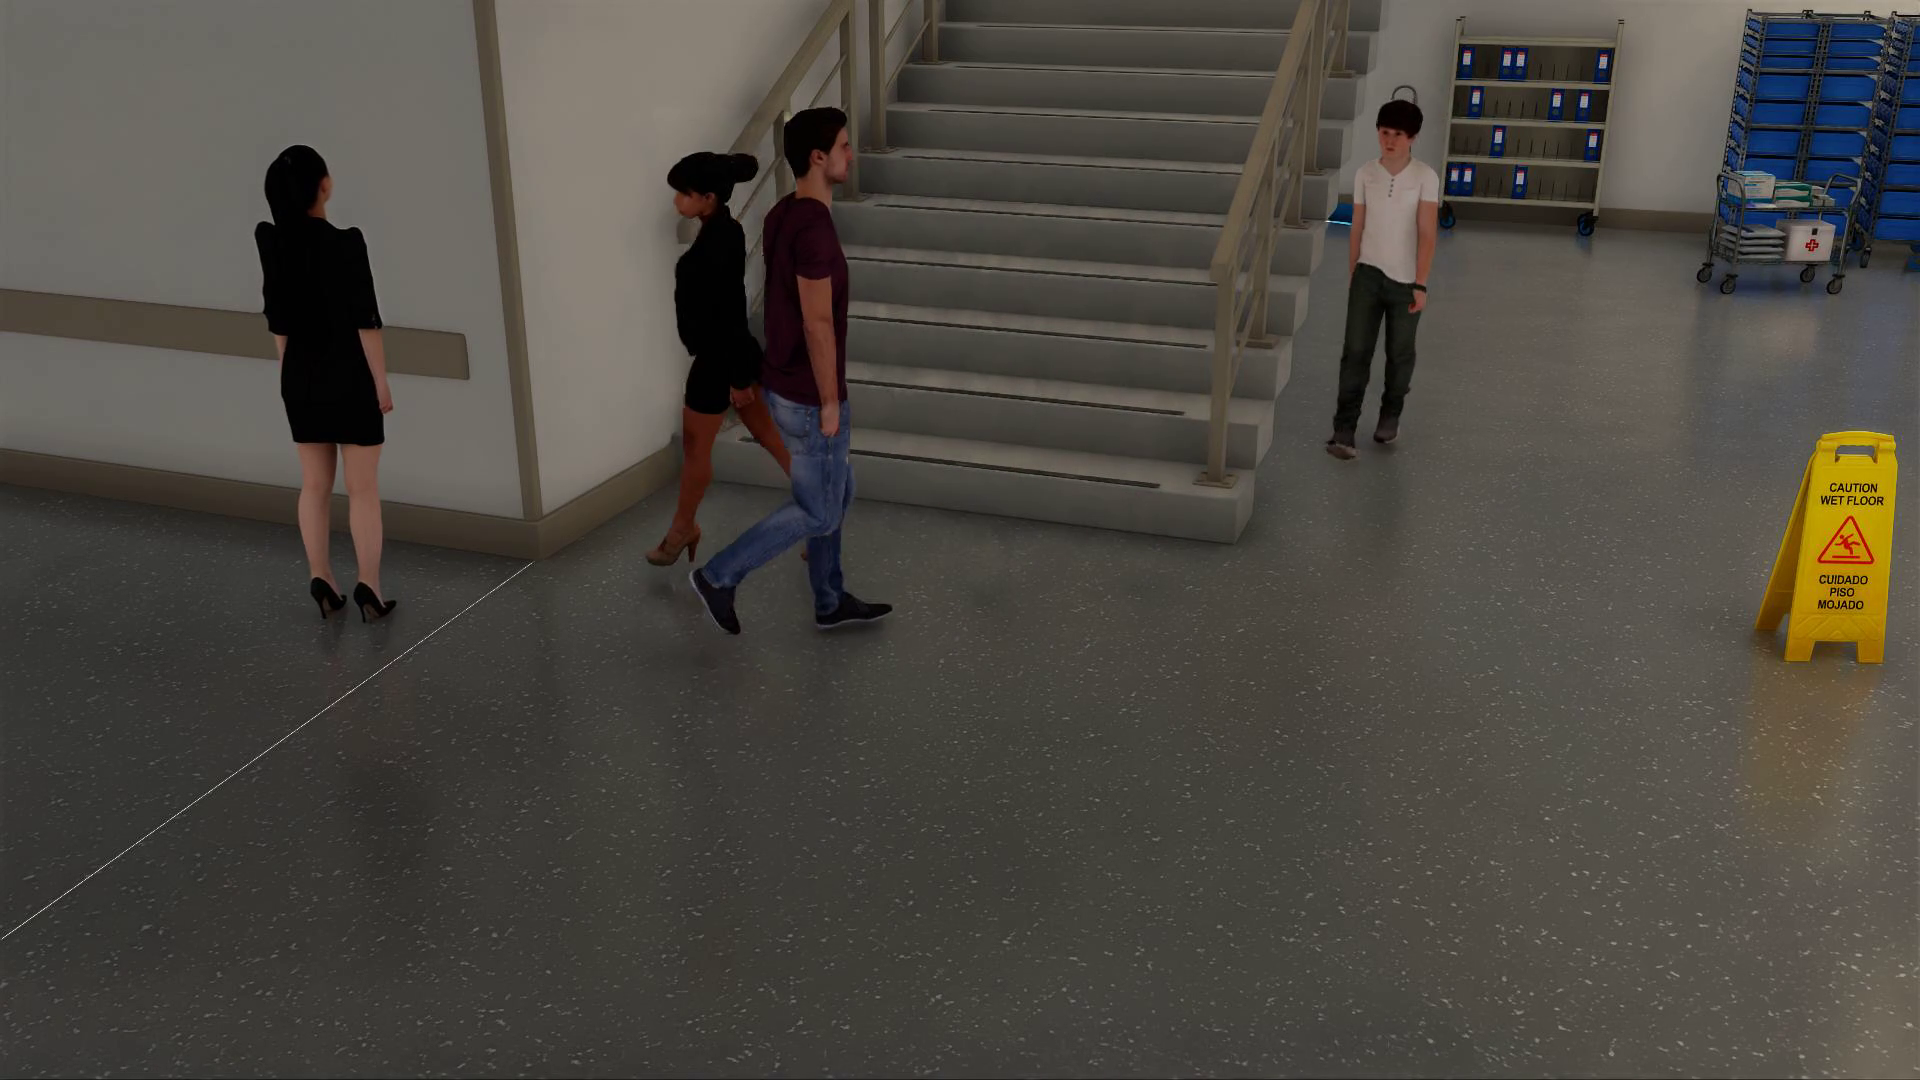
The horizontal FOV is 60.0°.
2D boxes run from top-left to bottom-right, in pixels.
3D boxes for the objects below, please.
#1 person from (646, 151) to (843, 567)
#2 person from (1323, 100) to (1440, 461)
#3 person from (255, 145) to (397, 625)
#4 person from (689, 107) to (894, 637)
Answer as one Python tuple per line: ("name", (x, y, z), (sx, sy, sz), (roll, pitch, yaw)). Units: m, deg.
("person", (-0.784, -0.612, 6.238), (0.877, 1.594, 1.017), (1, 21, 2))
("person", (2.029, -1.197, 7.755), (0.632, 1.612, 1.093), (10, 23, 24))
("person", (-2.229, -0.533, 5.884), (0.610, 1.695, 0.551), (5, 21, 13))
("person", (-0.598, -0.510, 5.632), (1.061, 1.831, 1.041), (-7, 22, -17))
